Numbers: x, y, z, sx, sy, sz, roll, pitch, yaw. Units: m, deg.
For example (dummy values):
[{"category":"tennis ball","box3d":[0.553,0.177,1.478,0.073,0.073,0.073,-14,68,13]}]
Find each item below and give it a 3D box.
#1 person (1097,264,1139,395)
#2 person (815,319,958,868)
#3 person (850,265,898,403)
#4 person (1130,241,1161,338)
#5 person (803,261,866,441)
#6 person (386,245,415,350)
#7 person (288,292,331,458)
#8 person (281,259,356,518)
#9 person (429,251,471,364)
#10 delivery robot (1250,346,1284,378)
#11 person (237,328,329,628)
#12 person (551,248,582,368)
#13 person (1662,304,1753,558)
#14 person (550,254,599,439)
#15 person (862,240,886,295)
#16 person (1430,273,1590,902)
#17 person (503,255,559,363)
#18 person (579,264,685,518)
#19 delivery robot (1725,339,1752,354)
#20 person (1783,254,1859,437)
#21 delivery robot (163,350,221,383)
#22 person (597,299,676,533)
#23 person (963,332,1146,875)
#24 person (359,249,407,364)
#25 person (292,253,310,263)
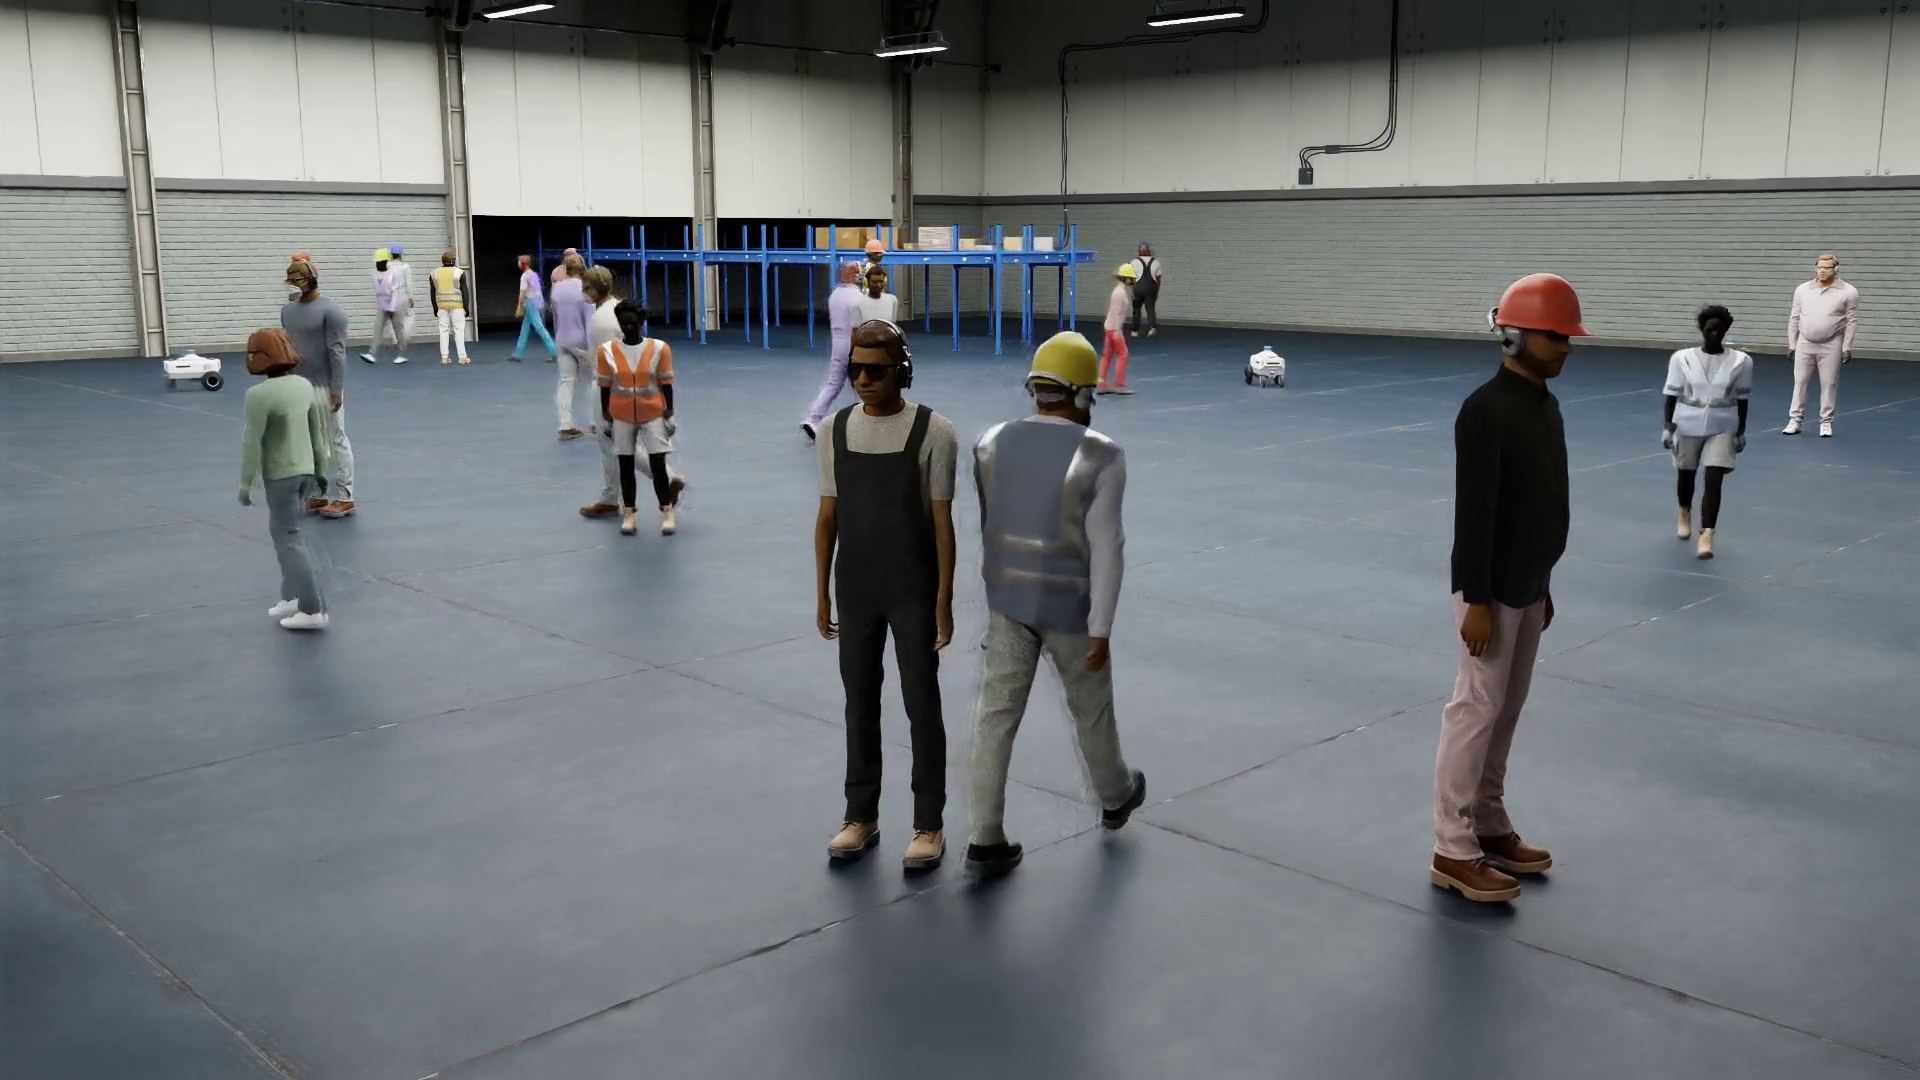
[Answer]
[{"category":"person","box3d":[2.101,-2.769,21.980,0.601,1.721,0.525,2,11,8]},{"category":"person","box3d":[-0.252,0.183,5.589,0.507,1.842,0.332,3,11,17]},{"category":"person","box3d":[-0.808,-1.758,16.213,0.550,1.821,0.707,-4,11,-23]},{"category":"person","box3d":[3.856,-5.232,34.674,0.684,2.000,1.014,-2,11,-9]},{"category":"person","box3d":[-1.185,-1.948,17.170,0.987,1.865,0.647,-8,13,-36]},{"category":"person","box3d":[-10.359,-4.481,30.747,0.642,1.931,0.477,3,11,14]},{"category":"person","box3d":[-6.179,-1.578,15.745,0.268,1.631,0.507,-8,13,-37]},{"category":"person","box3d":[-4.863,-1.143,12.562,0.626,1.933,0.356,5,11,25]},{"category":"person","box3d":[-8.421,-3.844,27.532,0.636,1.842,0.429,1,10,3]},{"category":"delivery robot","box3d":[4.357,-2.503,23.591,0.477,0.478,0.707,-1,10,-3]},{"category":"person","box3d":[-3.697,-0.332,8.993,0.581,1.612,0.540,3,11,14]},{"category":"person","box3d":[-6.216,-3.723,26.692,0.643,1.910,0.399,4,11,20]},{"category":"person","box3d":[5.030,-0.764,11.236,0.538,1.663,0.853,5,11,24]},{"category":"person","box3d":[-3.966,-2.036,17.497,0.650,1.906,0.808,6,12,28]},{"category":"person","box3d":[-1.275,-3.443,24.797,0.372,2.042,0.615,0,10,-2]},{"category":"person","box3d":[1.782,0.146,5.365,0.398,1.989,0.621,8,13,38]},{"category":"person","box3d":[-7.181,-3.872,27.880,0.998,1.790,0.588,0,10,0]},{"category":"person","box3d":[-2.472,-1.094,12.382,0.765,1.908,0.664,0,10,1]},{"category":"delivery robot","box3d":[11.714,-2.953,25.336,0.698,0.223,0.335,-2,11,-11]},{"category":"person","box3d":[9.089,-2.052,17.584,0.643,1.910,0.400,8,13,39]},{"category":"delivery robot","box3d":[-10.560,-2.370,22.866,0.707,0.478,0.477,-5,12,-27]},{"category":"person","box3d":[-2.288,-0.868,11.774,0.548,1.668,0.399,-1,10,-6]},{"category":"person","box3d":[0.322,0.195,5.651,0.600,1.782,0.940,6,12,30]},{"category":"person","box3d":[-9.436,-3.805,27.240,0.590,1.865,0.988,4,11,19]},{"category":"person","box3d":[-8.537,-2.800,21.726,0.355,1.884,0.575,-4,11,-20]}]
